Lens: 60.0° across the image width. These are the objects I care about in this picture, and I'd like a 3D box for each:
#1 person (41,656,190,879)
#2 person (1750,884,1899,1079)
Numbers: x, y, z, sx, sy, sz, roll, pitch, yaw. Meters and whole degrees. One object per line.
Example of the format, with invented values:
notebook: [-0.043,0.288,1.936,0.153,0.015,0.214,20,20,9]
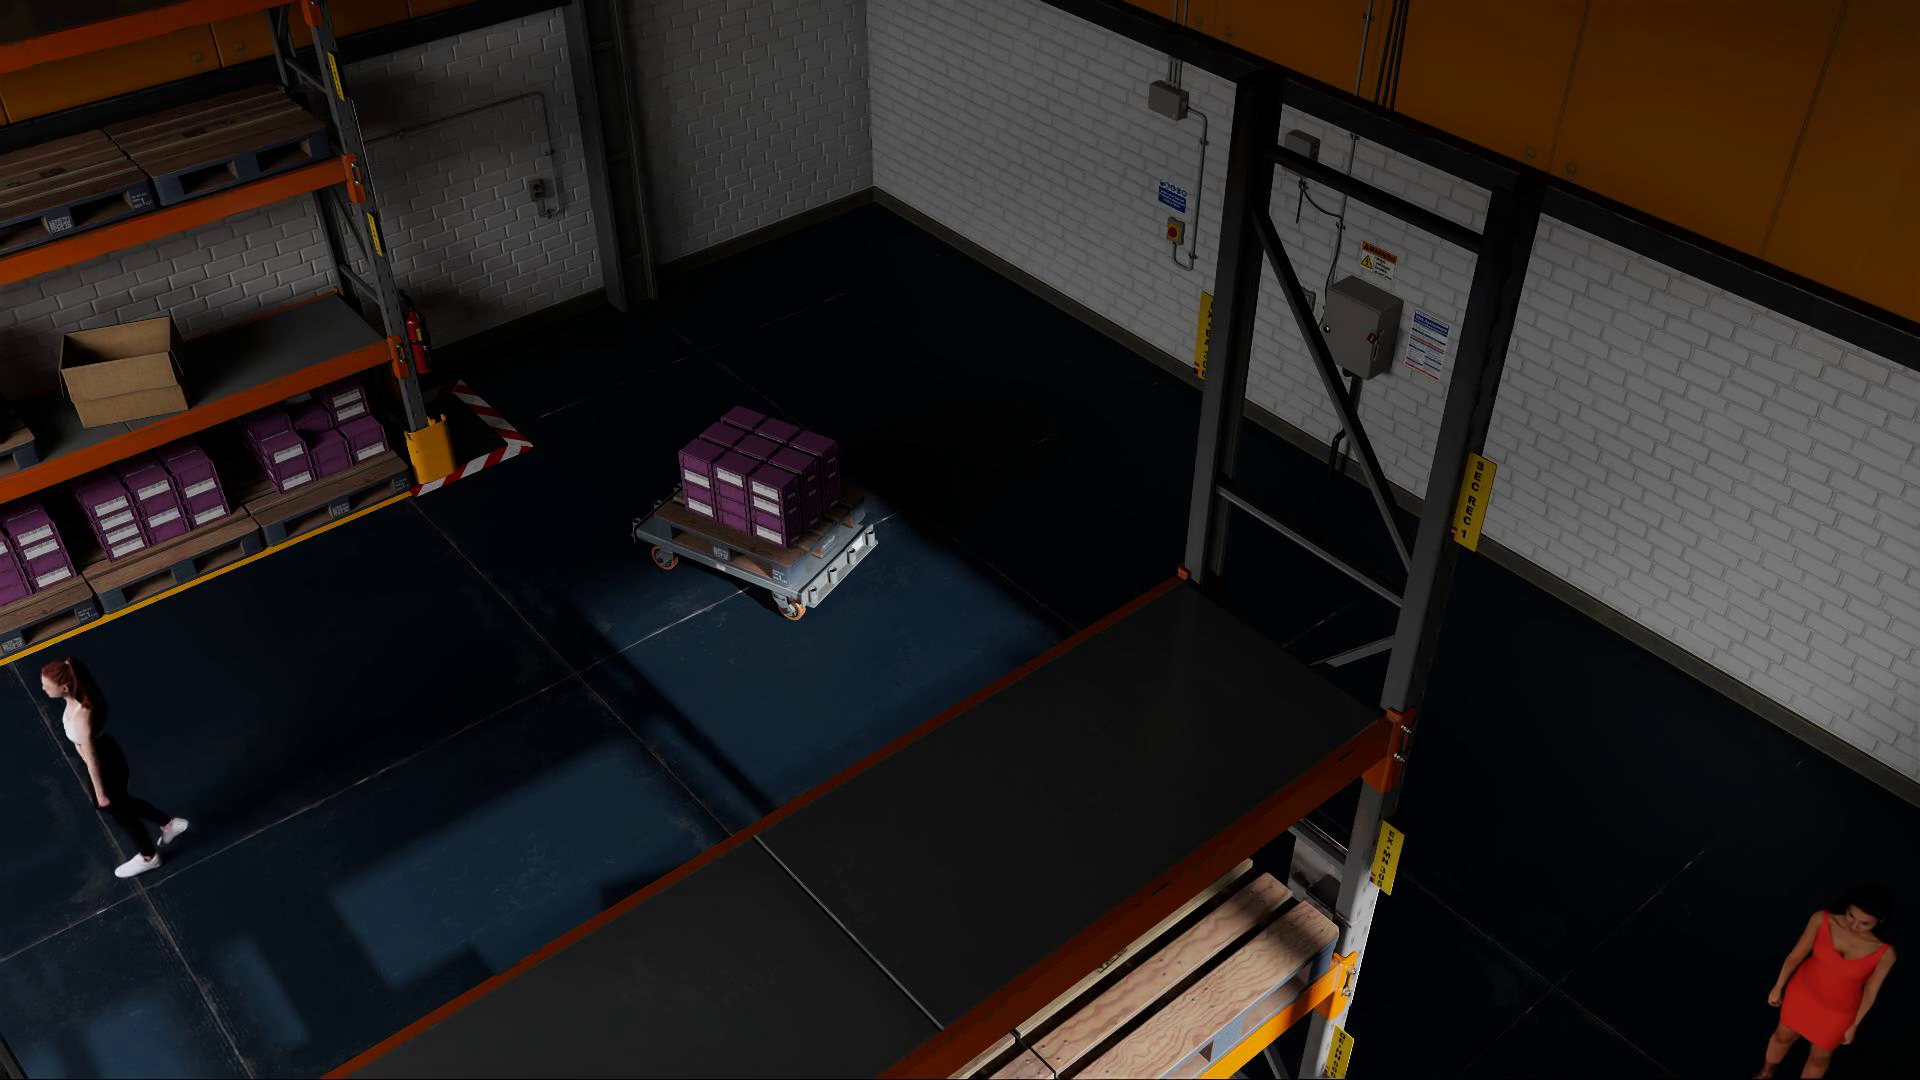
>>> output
person: [-4.931,1.314,9.790,0.768,1.736,0.672,-18,42,-21]
person: [4.419,2.345,8.514,0.615,1.718,0.580,29,47,31]
